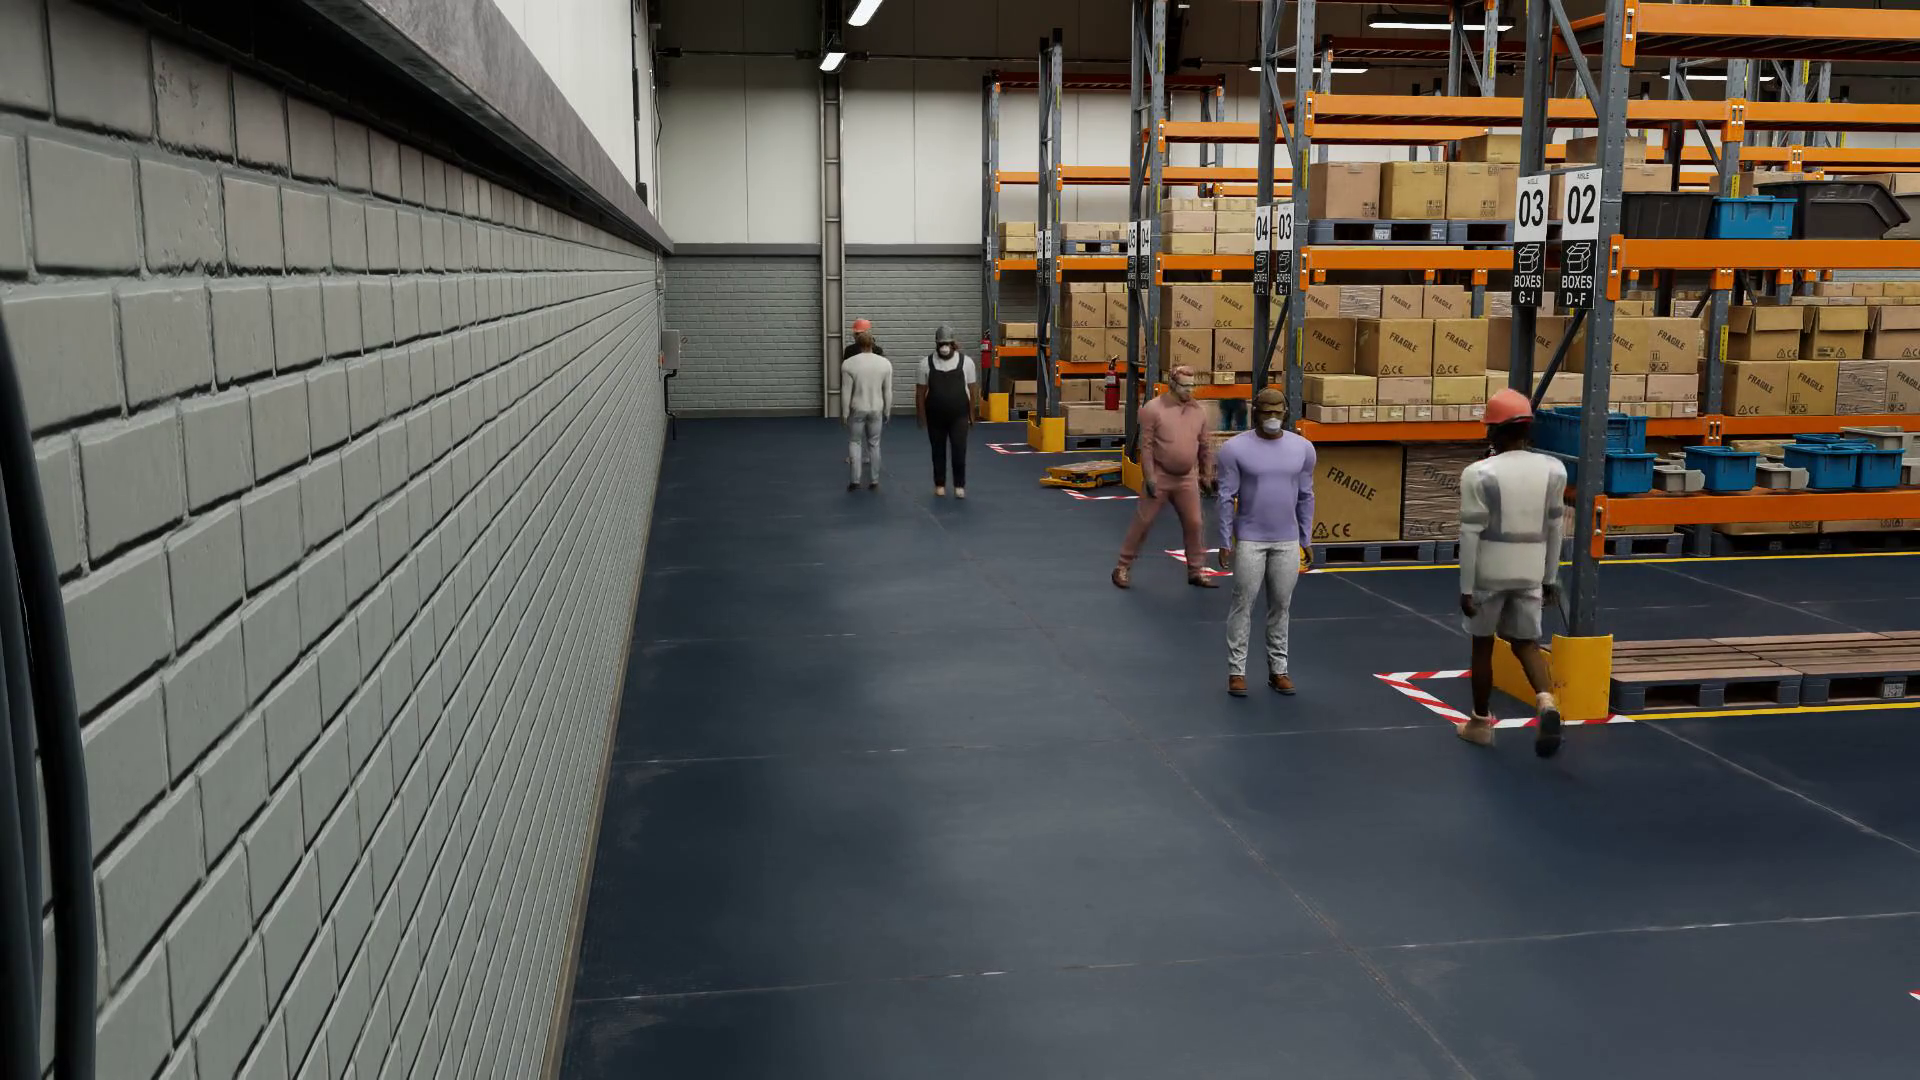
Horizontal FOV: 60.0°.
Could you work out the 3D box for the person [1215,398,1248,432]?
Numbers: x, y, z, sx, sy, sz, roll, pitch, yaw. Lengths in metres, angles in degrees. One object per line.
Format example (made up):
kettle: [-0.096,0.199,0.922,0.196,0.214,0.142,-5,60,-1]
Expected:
person: [3.689,-1.925,22.697,0.725,1.823,0.570,-6,11,-31]

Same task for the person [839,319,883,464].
person: [-1.351,-2.035,22.883,0.652,1.987,0.388,4,10,22]

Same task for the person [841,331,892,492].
person: [-1.123,-1.531,19.917,0.639,1.936,0.399,-3,10,-15]

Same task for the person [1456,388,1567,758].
person: [3.000,0.194,9.021,0.625,2.024,0.765,-1,9,-7]

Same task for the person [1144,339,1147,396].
person: [2.415,-1.622,20.721,0.333,1.860,0.509,-4,10,-22]

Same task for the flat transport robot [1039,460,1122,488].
flat transport robot: [1.673,-0.832,20.719,0.652,0.197,1.431,8,12,40]

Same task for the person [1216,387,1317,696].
person: [1.910,0.011,10.396,0.638,1.937,0.356,-1,9,-7]

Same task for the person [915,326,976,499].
person: [-0.171,-1.494,19.363,0.704,2.000,0.869,0,9,1]

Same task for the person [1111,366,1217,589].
person: [1.752,-0.516,13.886,0.810,1.879,0.501,-3,10,-20]
